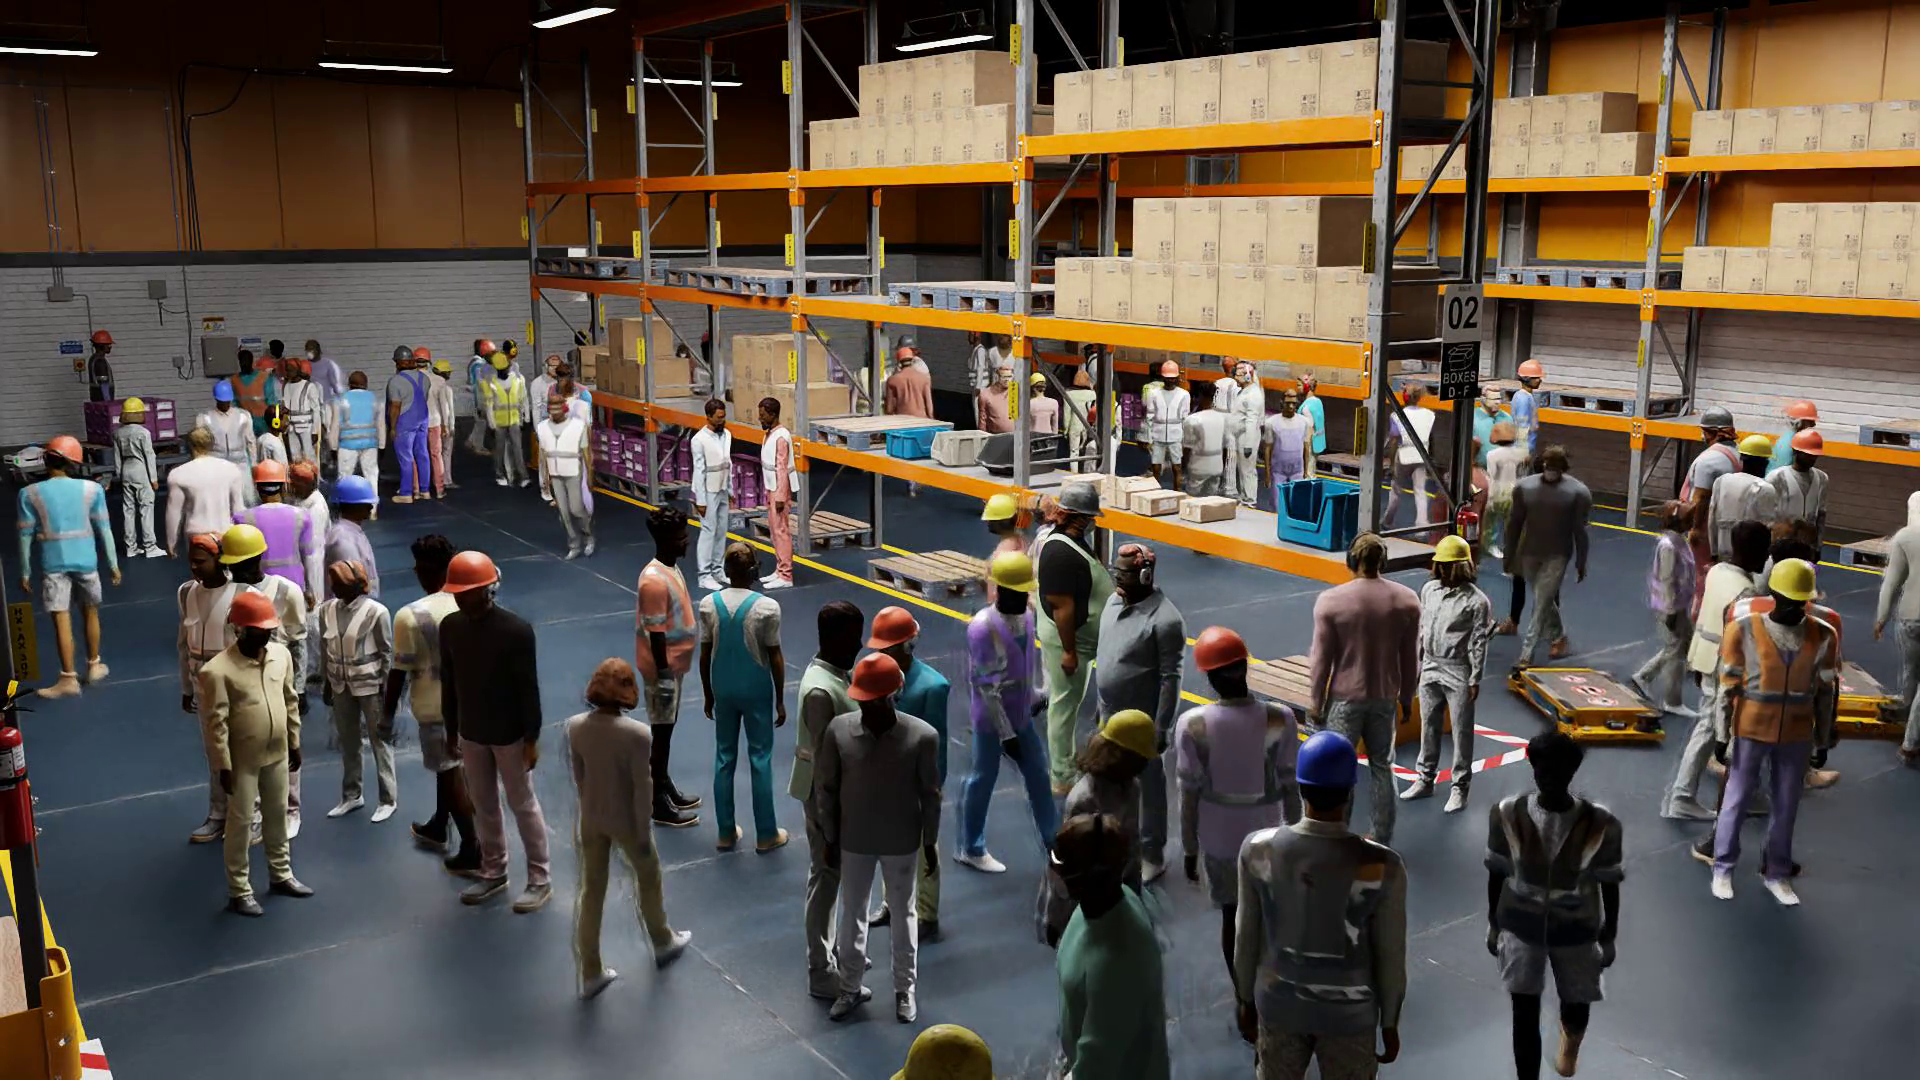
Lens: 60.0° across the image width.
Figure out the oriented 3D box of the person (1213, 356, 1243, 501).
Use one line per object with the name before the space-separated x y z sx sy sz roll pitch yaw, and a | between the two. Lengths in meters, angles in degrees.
person | 3.514 -1.449 21.673 0.356 1.884 0.574 -6 12 -27

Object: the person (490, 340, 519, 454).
person | -6.871 -2.102 25.159 0.539 1.838 0.476 9 14 38

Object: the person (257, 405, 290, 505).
person | -6.746 -0.418 16.479 0.349 1.856 0.528 -9 14 -38

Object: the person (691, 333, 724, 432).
person | -4.266 -2.734 28.723 0.571 1.699 0.933 8 14 36

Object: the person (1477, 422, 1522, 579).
person | 5.525 -0.424 17.159 0.515 1.596 0.771 -5 12 -26

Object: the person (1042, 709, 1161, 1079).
person | 0.589 1.529 6.877 0.467 1.701 0.533 7 13 34

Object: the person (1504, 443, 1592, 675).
person | 4.824 0.122 13.635 0.650 1.895 0.988 10 15 41

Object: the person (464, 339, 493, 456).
person | -7.404 -2.196 25.646 0.430 1.822 0.648 -4 12 -17

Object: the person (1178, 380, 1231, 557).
person | 2.631 -0.754 17.942 0.639 1.948 0.463 -7 13 -31

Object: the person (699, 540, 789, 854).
person | -1.259 0.914 9.677 0.508 1.844 0.336 3 11 15

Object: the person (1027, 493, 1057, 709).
person | 0.650 0.458 12.547 0.315 1.636 0.515 2 11 9

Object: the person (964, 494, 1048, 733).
person | 0.322 0.531 11.864 0.530 1.747 0.553 3 11 14

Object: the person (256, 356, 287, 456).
person | -9.640 -1.696 23.272 0.341 1.749 0.571 -9 14 -38

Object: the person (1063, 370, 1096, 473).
person | 1.636 -1.472 22.428 0.498 1.634 0.279 1 11 5

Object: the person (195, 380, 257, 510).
person | -8.077 -0.809 18.315 0.643 1.920 0.487 -6 12 -27

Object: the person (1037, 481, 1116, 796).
person | 0.764 0.615 10.706 0.537 2.000 0.680 1 11 5

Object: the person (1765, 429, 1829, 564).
person | 7.064 0.015 14.073 0.544 1.929 0.387 -1 11 -3

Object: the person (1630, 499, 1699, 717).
person | 5.301 0.499 12.362 0.411 1.625 0.544 6 13 29

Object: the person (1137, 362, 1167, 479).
person | 2.724 -1.650 23.212 0.551 1.676 0.501 -10 15 -43

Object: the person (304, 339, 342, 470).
person | -9.311 -1.952 24.158 0.639 1.923 0.497 2 11 12

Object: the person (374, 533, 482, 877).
person | -3.017 0.918 9.422 0.889 1.928 0.632 6 13 30

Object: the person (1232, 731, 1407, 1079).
person | 1.255 1.620 5.833 0.604 1.939 0.415 6 12 27

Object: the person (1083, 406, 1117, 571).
person | 1.421 -0.514 17.219 0.329 1.750 0.572 5 12 25

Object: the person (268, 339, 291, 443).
person | -11.092 -2.432 27.190 0.321 1.693 0.530 -9 14 -39

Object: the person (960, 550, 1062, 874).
person | 0.340 0.992 9.157 0.909 1.882 0.593 8 14 37

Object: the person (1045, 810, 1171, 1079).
person | 0.343 1.763 5.153 0.861 1.907 0.636 -1 11 -5

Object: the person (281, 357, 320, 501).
person | -8.543 -1.422 21.531 0.584 1.882 0.337 5 12 22

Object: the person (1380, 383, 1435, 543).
person | 5.140 -0.894 19.059 0.593 1.793 0.987 -2 11 -12

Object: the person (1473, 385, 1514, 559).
person | 5.680 -0.727 17.948 0.644 1.900 0.399 -3 11 -15

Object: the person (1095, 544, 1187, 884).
person | 0.955 0.959 9.286 0.407 1.910 0.639 -7 13 -32

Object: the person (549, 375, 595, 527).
person | -4.600 -1.049 19.806 0.528 1.822 0.828 -7 13 -31

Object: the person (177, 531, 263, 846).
person | -4.330 0.873 9.788 0.579 1.882 0.342 3 11 16

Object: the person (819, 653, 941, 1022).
person | -0.370 1.359 7.642 0.564 1.747 0.339 1 11 7

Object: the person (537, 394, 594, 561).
person | -4.245 -0.675 17.891 0.570 1.812 0.436 3 11 14

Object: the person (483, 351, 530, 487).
person | -6.286 -1.696 23.061 0.594 1.864 0.905 -4 12 -19

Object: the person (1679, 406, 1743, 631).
person | 6.706 -0.203 14.893 0.683 2.000 0.536 -7 13 -34

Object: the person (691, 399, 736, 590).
person | -2.466 -0.459 16.558 0.392 1.908 0.595 5 12 23

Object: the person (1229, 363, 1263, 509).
person | 3.503 -1.226 20.495 0.399 1.900 0.644 0 11 0

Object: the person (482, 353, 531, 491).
person | -6.153 -1.597 22.518 0.596 1.862 1.002 -8 14 -37

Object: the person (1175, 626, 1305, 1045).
person | 1.245 1.337 7.382 0.605 1.894 0.587 2 11 11

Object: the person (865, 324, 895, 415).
person | -1.428 -2.992 29.572 0.618 1.892 1.013 -6 13 -29

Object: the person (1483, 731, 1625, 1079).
person | 2.405 1.562 6.790 0.540 1.677 0.594 5 12 24

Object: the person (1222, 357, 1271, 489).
person | 3.948 -1.653 22.590 1.044 1.946 0.619 0 11 1

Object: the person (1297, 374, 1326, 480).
person | 4.132 -1.041 19.682 0.372 1.843 0.570 4 12 22

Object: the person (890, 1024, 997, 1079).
person | -0.026 2.037 4.193 0.294 1.744 0.487 -2 11 -11

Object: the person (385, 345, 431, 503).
person | -7.191 -1.509 21.573 0.538 2.000 0.688 5 12 26

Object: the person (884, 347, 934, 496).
person | -0.697 -1.594 22.225 0.634 1.948 0.859 -2 11 -12

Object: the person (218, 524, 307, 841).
person | -4.160 0.844 9.848 0.584 1.919 0.382 0 11 3

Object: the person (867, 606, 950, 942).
person | -0.315 1.188 8.553 0.573 1.739 0.355 9 14 38

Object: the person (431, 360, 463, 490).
person | -7.004 -1.566 22.587 0.532 1.761 0.329 9 14 40

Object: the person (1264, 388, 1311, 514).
person | 3.573 -0.746 18.210 0.501 1.838 0.341 -1 11 -4
